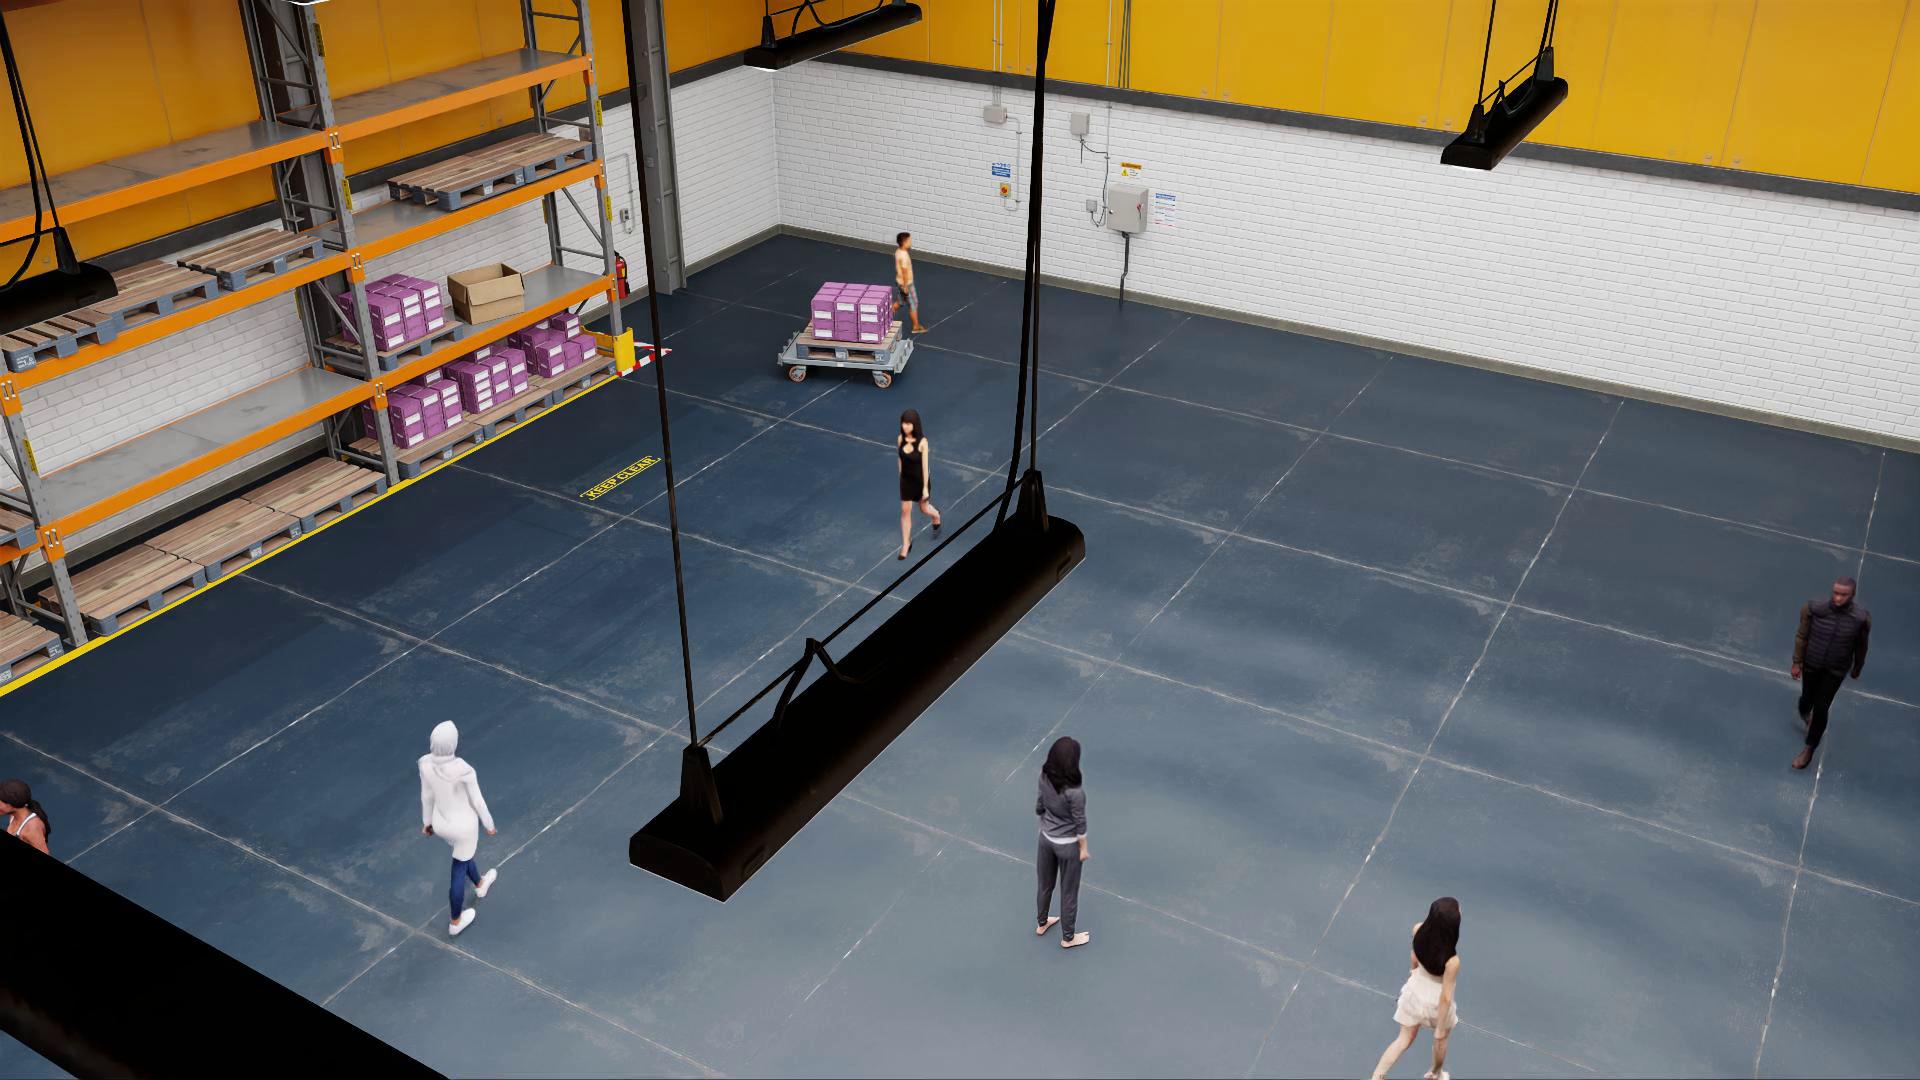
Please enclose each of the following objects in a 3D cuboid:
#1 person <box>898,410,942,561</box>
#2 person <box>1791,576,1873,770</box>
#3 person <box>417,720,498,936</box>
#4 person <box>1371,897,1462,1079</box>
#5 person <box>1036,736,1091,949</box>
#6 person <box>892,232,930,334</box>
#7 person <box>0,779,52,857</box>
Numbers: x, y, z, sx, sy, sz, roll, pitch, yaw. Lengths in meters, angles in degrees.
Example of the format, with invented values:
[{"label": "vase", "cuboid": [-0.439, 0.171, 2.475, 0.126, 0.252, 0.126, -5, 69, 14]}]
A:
[{"label": "person", "cuboid": [-0.419, -0.619, 17.390, 0.562, 1.625, 0.992, 15, 32, 25]}, {"label": "person", "cuboid": [7.379, 1.049, 14.155, 0.759, 1.795, 1.037, 15, 32, 25]}, {"label": "person", "cuboid": [-3.745, 2.151, 12.178, 0.727, 1.753, 0.944, 11, 30, 19]}, {"label": "person", "cuboid": [2.916, 3.007, 10.666, 1.107, 1.699, 0.930, -14, 32, -25]}, {"label": "person", "cuboid": [0.728, 2.191, 12.093, 0.650, 1.765, 0.600, 25, 37, 38]}, {"label": "person", "cuboid": [-0.818, -3.544, 22.937, 0.935, 1.448, 0.843, -9, 30, -16]}, {"label": "person", "cuboid": [-6.442, 2.402, 11.716, 0.597, 1.755, 0.621, -24, 37, -37]}]
